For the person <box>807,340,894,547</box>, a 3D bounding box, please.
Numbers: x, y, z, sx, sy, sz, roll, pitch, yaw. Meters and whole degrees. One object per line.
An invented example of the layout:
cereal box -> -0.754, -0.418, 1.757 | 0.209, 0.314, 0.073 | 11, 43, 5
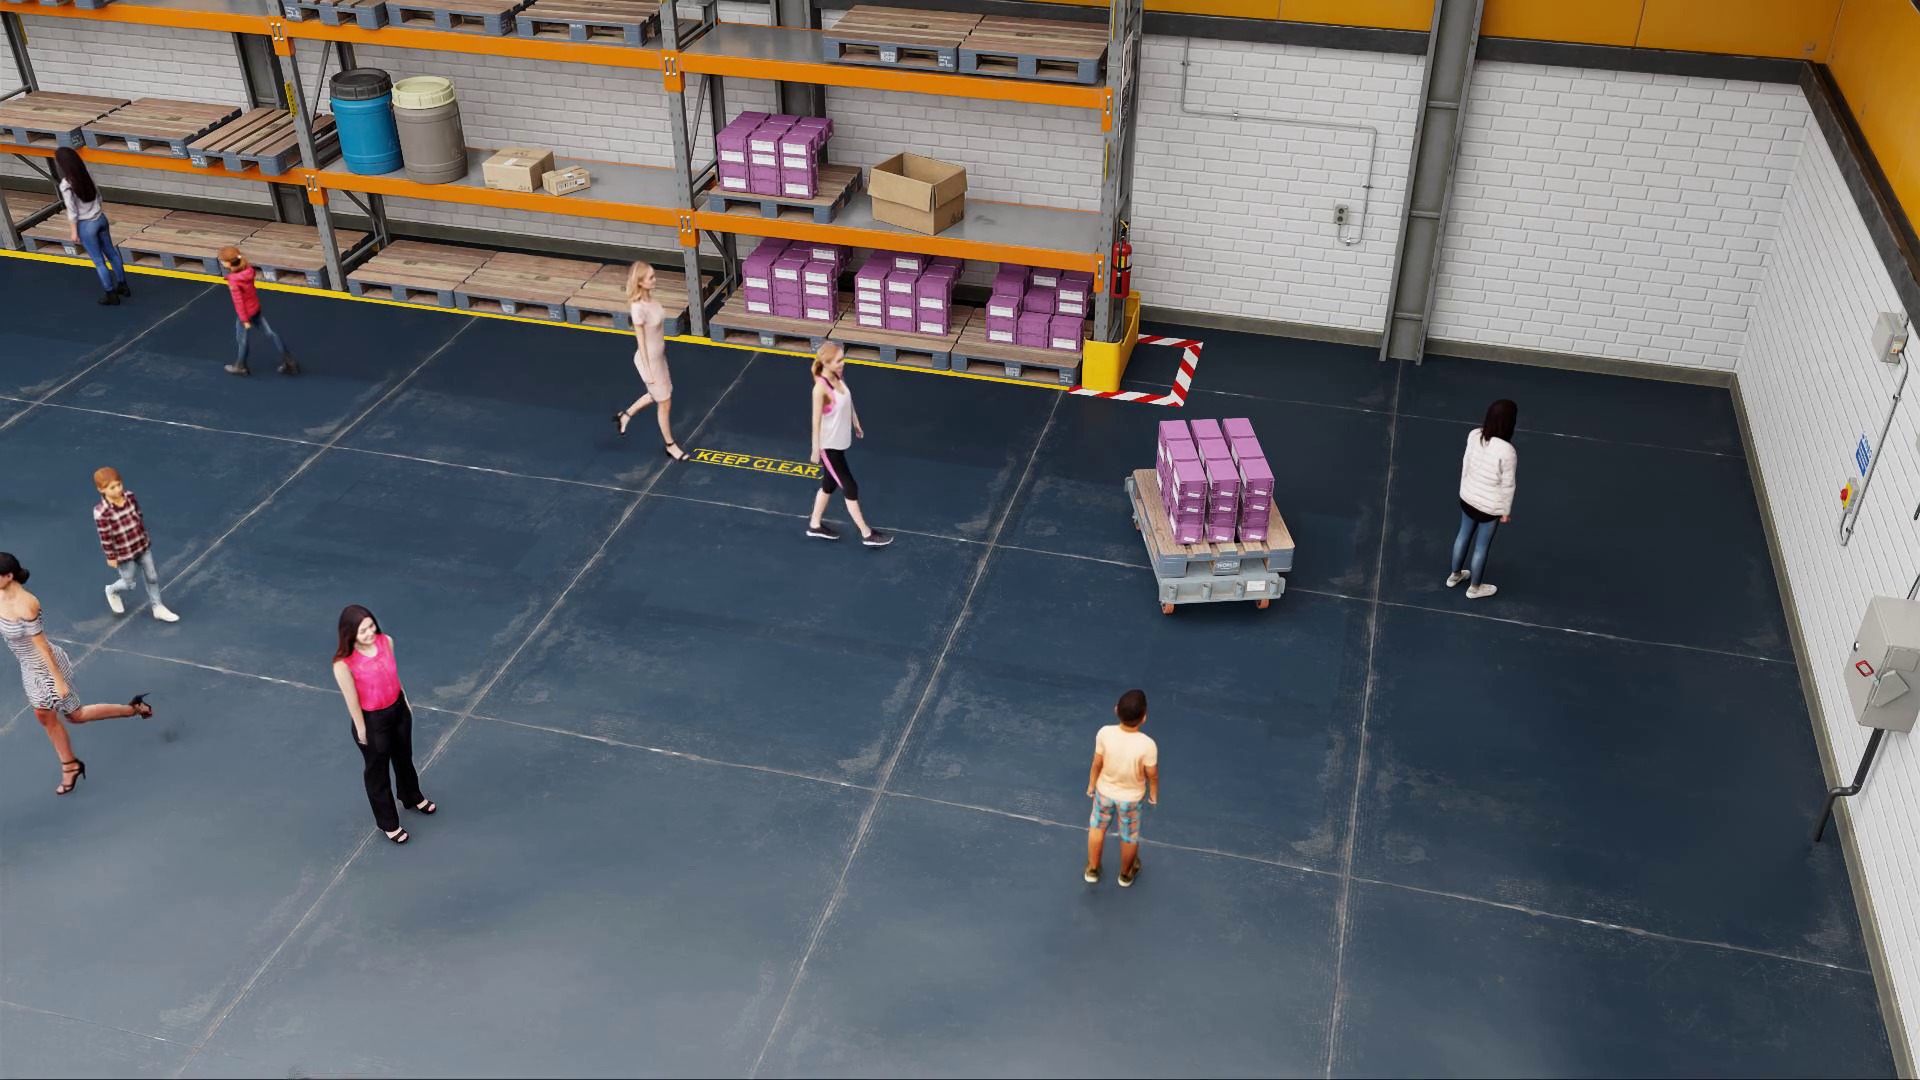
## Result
person -> -1.056, -0.739, 12.843 | 0.937, 1.757, 0.630 | 9, 35, 13

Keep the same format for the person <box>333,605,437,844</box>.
person -> -3.536, 1.098, 10.167 | 0.564, 1.660, 0.611 | 14, 36, 20

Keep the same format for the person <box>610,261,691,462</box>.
person -> -2.641, -1.489, 13.919 | 0.928, 1.815, 0.608 | 7, 34, 10

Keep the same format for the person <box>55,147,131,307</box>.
person -> -8.638, -3.135, 16.562 | 0.502, 1.631, 0.603 | 8, 34, 11

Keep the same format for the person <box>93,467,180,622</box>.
person -> -6.101, 0.031, 12.103 | 0.831, 1.293, 0.609 | 14, 36, 20

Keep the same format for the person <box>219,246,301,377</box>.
person -> -6.458, -2.083, 15.290 | 0.926, 1.287, 0.562 | 6, 34, 8

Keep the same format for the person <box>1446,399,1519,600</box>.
person -> 3.883, -0.315, 12.313 | 0.760, 1.638, 0.691 | -19, 38, -27

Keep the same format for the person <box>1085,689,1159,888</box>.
person -> 0.934, 1.498, 9.749 | 0.496, 1.458, 0.631 | 10, 35, 15

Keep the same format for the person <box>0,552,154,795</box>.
person -> -5.675, 0.790, 10.506 | 1.001, 1.798, 0.892 | 22, 40, 30
